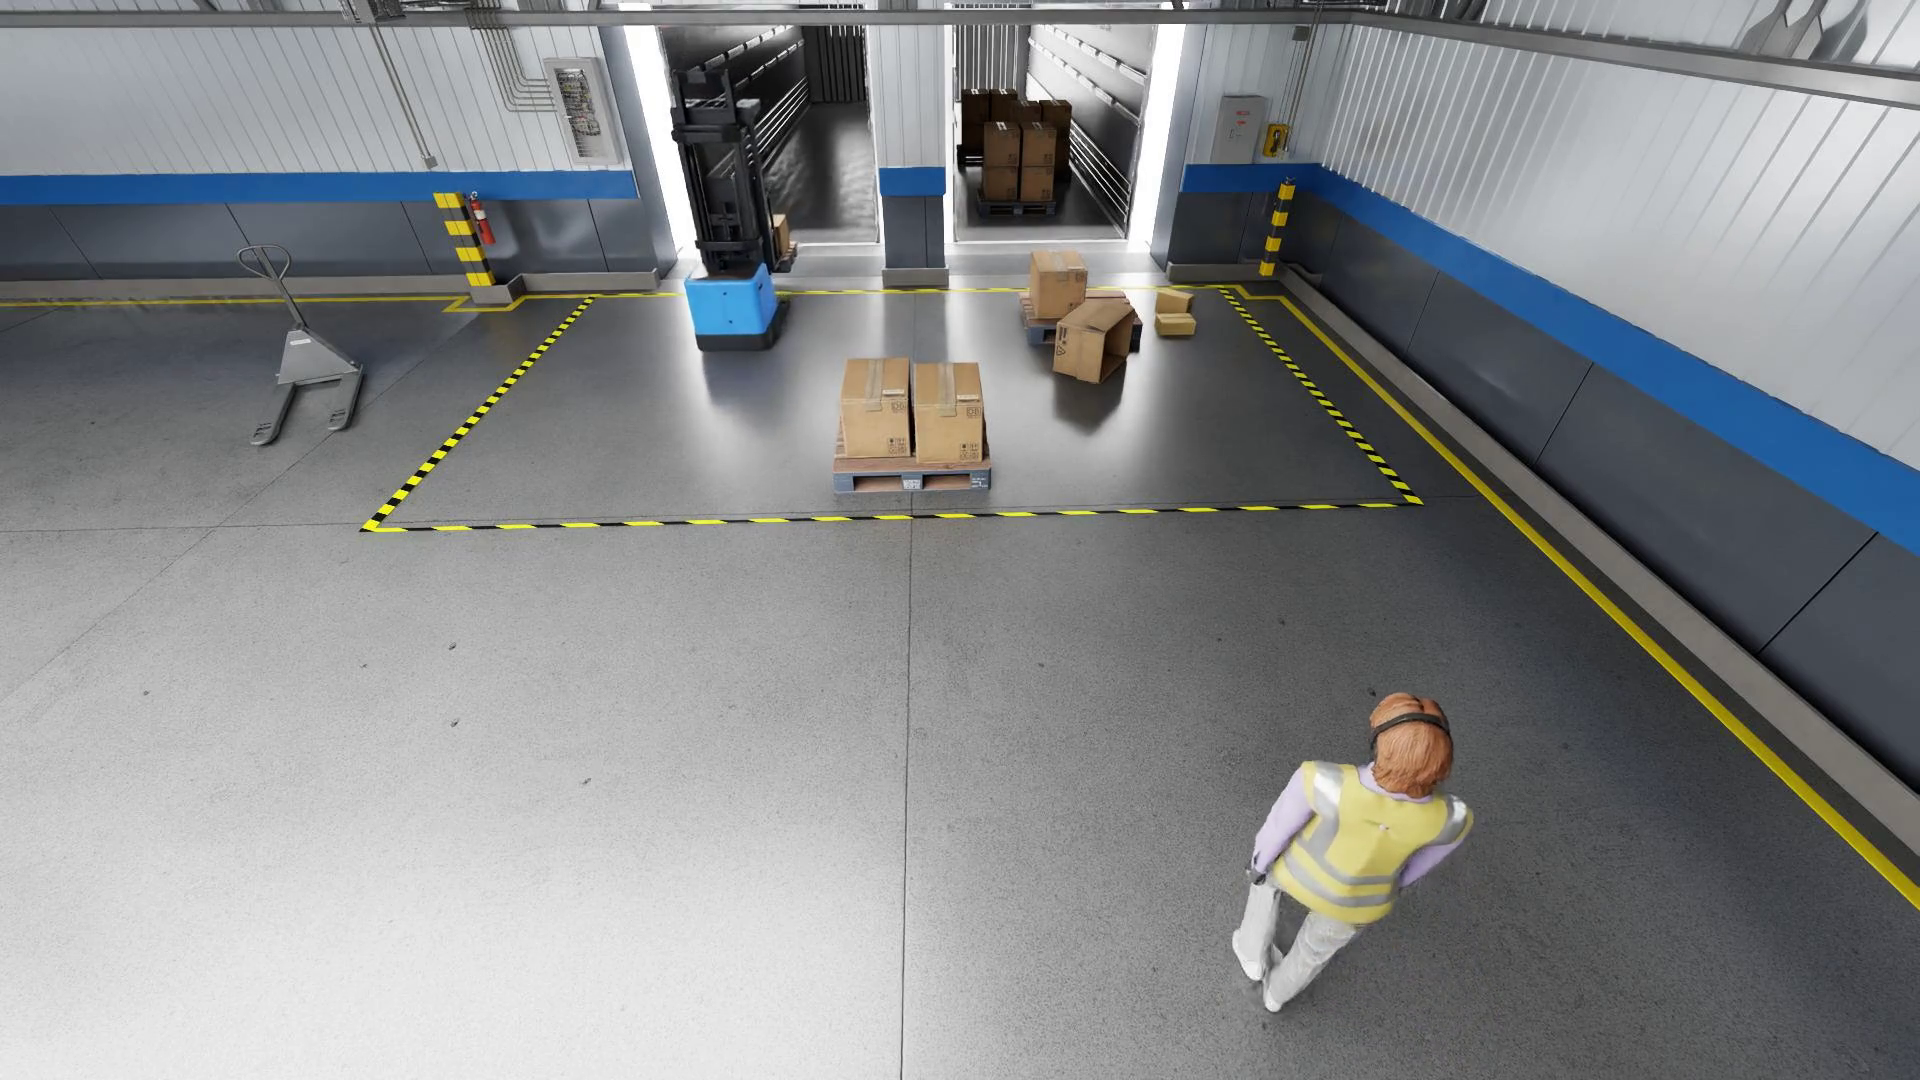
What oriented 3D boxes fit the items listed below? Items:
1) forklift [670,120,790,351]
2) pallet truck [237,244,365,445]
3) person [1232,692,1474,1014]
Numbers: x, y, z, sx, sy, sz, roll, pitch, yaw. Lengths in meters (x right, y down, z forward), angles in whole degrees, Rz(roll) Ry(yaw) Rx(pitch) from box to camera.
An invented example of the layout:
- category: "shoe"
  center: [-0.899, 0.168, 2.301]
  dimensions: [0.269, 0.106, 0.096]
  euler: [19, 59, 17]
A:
- category: "forklift"
  center: [-2.348, -2.970, 7.279]
  dimensions: [0.716, 2.013, 0.776]
  euler: [-1, 38, -1]
- category: "pallet truck"
  center: [-5.915, -1.733, 6.366]
  dimensions: [0.680, 1.201, 1.601]
  euler: [-18, 42, -21]
- category: "person"
  center: [1.243, 1.106, 2.472]
  dimensions: [0.533, 1.622, 0.384]
  euler: [12, 40, 14]
